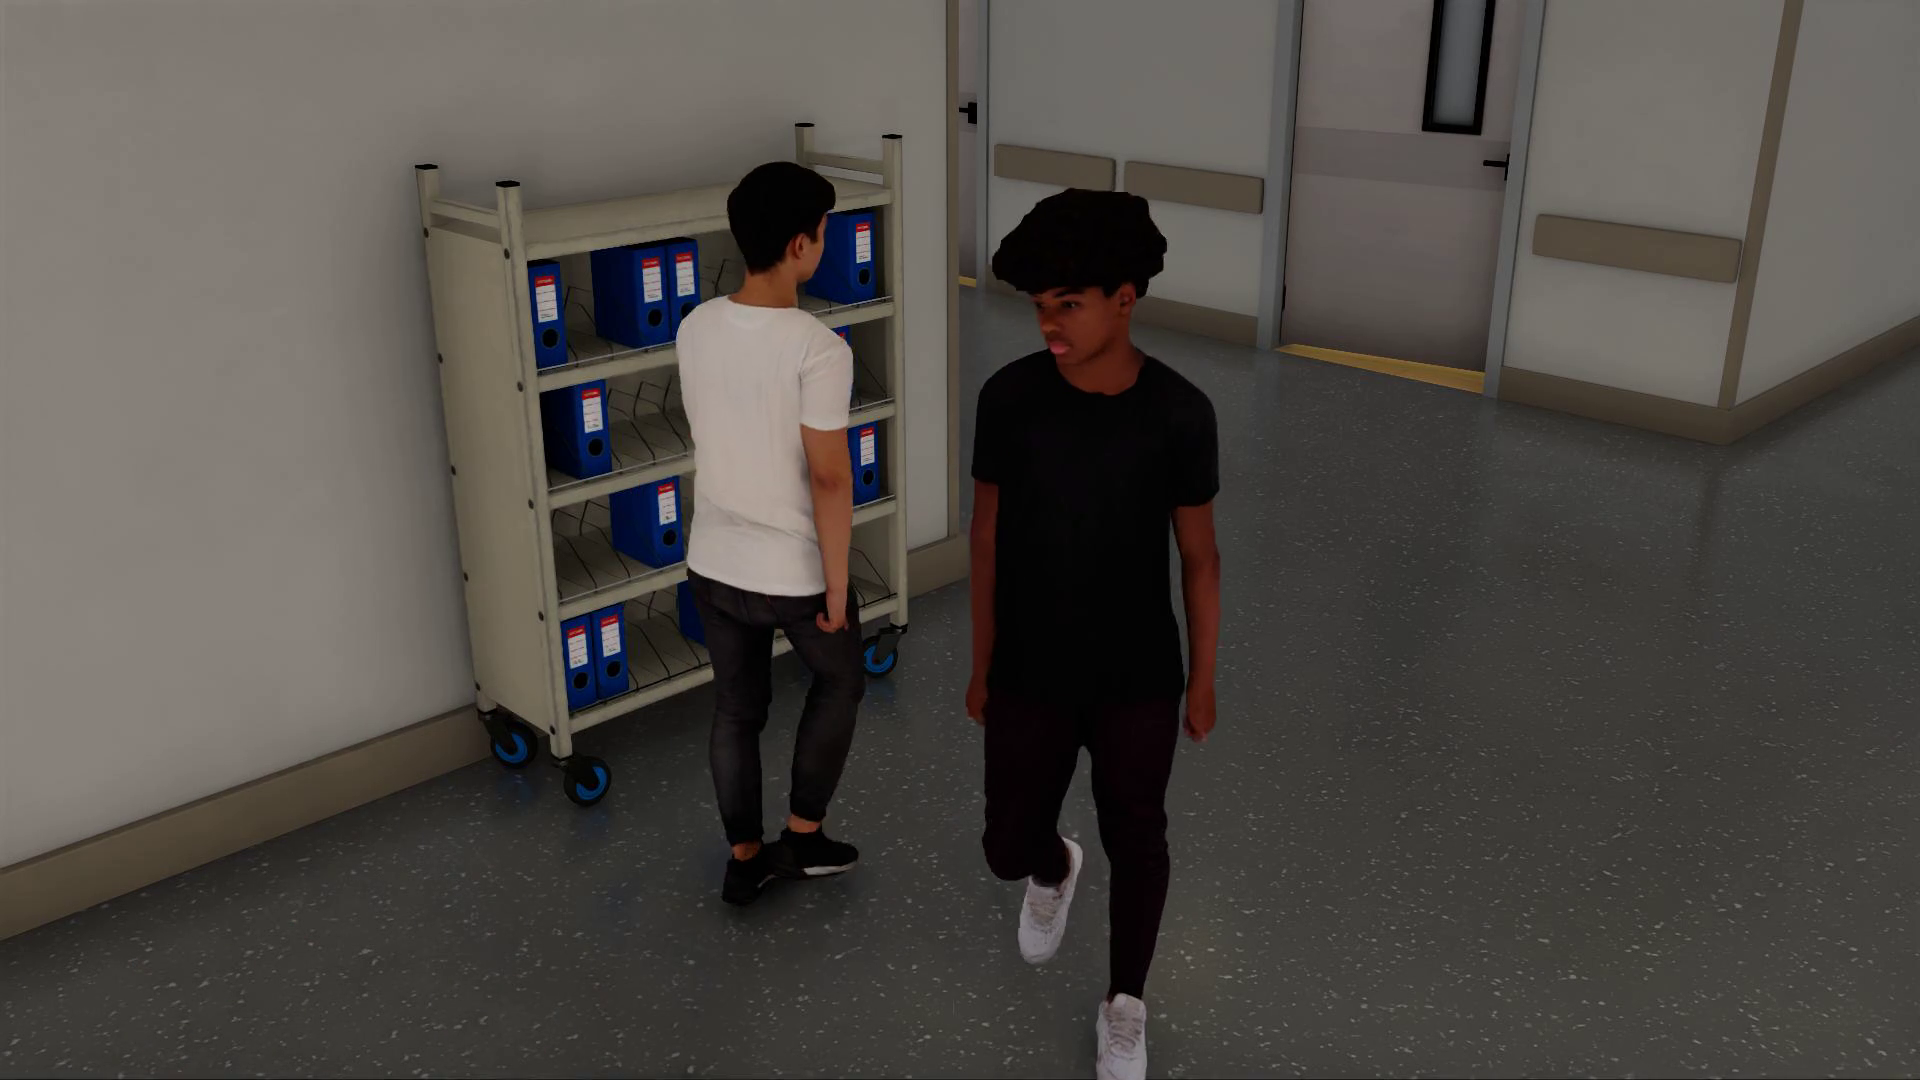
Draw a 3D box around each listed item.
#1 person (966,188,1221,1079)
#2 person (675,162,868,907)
[{"bbox_3d":[0.248,0.191,3.264,0.854,1.759,0.933,3,21,9],"label":"person"},{"bbox_3d":[-0.479,0.050,3.665,0.714,1.707,0.684,10,23,25],"label":"person"}]
